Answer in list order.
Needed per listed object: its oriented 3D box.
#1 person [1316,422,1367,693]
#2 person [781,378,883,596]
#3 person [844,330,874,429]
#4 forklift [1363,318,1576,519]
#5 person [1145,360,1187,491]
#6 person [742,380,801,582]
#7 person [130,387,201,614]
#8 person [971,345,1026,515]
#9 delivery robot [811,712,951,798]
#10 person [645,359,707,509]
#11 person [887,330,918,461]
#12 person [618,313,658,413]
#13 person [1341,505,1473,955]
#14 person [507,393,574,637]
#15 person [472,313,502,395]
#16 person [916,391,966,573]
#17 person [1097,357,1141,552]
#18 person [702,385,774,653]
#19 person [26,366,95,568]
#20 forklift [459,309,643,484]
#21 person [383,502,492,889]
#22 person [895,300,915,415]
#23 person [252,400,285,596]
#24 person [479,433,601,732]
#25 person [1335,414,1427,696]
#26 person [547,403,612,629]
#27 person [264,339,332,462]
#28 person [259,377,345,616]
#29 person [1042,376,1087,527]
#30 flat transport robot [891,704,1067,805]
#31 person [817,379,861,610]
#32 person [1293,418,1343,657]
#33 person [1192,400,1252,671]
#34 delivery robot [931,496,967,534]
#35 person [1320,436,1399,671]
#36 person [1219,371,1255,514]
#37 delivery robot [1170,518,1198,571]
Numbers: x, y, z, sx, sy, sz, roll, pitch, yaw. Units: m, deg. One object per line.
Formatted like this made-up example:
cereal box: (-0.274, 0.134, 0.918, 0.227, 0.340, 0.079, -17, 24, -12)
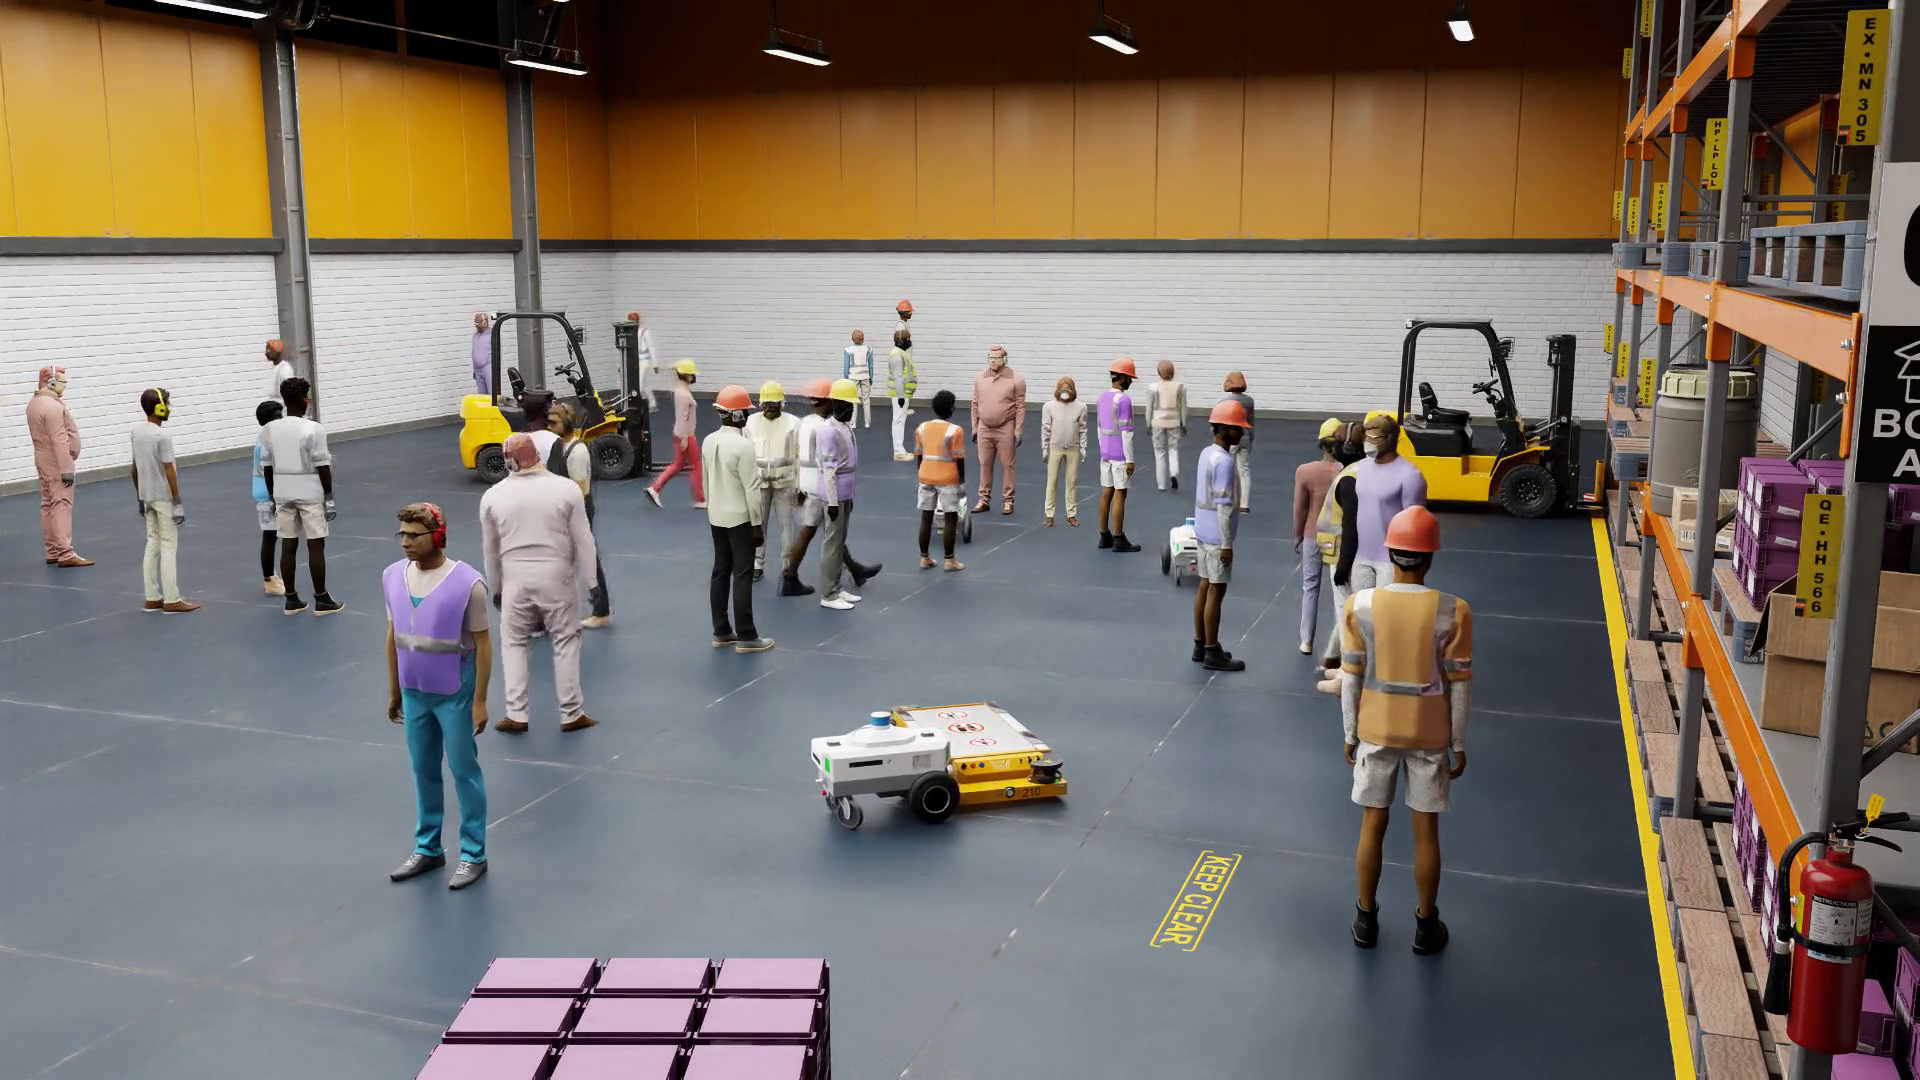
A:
person: (2.640, 0.118, 11.319, 0.429, 1.841, 0.633, 4, 11, 21)
person: (-1.129, -0.462, 14.451, 1.003, 1.880, 0.574, -4, 11, -23)
person: (-1.672, -2.646, 27.453, 0.522, 1.640, 0.306, -4, 11, -21)
forklift: (5.787, -1.437, 19.079, 2.313, 2.155, 1.214, 3, 11, 19)
person: (2.533, -1.406, 20.476, 0.524, 1.624, 0.383, 0, 10, -1)
person: (-1.695, -0.527, 14.991, 0.587, 1.828, 0.404, 0, 10, 1)
person: (-6.597, -0.321, 13.725, 0.533, 1.864, 0.310, 6, 12, 31)
person: (0.412, -1.238, 18.766, 0.639, 1.911, 0.406, 4, 11, 22)
delivery robot: (-0.423, 1.156, 8.829, 0.707, 0.478, 0.477, -3, 11, -17)
person: (-3.198, -1.210, 19.061, 0.782, 1.740, 0.521, -3, 10, -16)
person: (-0.812, -2.045, 23.498, 0.429, 1.845, 0.621, 0, 10, 0)
person: (-5.754, -3.151, 29.799, 0.602, 1.827, 1.003, 8, 13, 37)
person: (1.901, 0.815, 7.121, 0.545, 1.939, 0.354, 4, 11, 20)
person: (-3.295, -0.191, 12.972, 0.615, 1.874, 0.513, 4, 11, 24)
person: (-7.915, -2.825, 27.724, 0.642, 1.903, 0.399, 7, 12, 35)
person: (-0.174, -0.542, 15.478, 0.540, 1.681, 0.350, 7, 12, 35)
person: (1.578, -0.844, 16.492, 0.372, 1.928, 0.543, -5, 11, -25)
person: (-1.679, -0.157, 12.430, 0.612, 1.995, 0.375, 10, 14, 44)
person: (-8.516, -0.693, 15.719, 0.638, 1.902, 0.407, 10, 14, 44)
forklift: (-5.354, -1.902, 21.697, 2.313, 2.155, 1.214, -2, 10, -13)
person: (-2.460, 0.724, 7.888, 0.565, 1.845, 0.384, 4, 11, 22)
person: (-0.987, -3.254, 29.741, 0.370, 2.044, 0.608, 0, 10, -2)
person: (-5.976, -0.368, 14.453, 0.320, 1.698, 0.537, -4, 11, -20)
person: (-2.601, 0.284, 10.327, 0.718, 1.888, 0.429, 0, 10, -1)
person: (2.776, 0.133, 10.957, 0.352, 1.937, 0.635, -6, 12, -29)
person: (-3.136, -0.160, 12.989, 0.863, 1.803, 0.542, -8, 13, -39)
person: (-8.487, -1.633, 21.155, 0.776, 1.859, 0.590, -8, 13, -36)
person: (-5.397, -0.355, 13.626, 0.602, 1.967, 0.366, 2, 10, 12)
person: (1.128, -0.952, 17.930, 0.501, 1.632, 0.292, -1, 10, -5)
flat transport robot: (0.069, 1.202, 9.635, 0.652, 0.197, 1.431, -3, 10, -16)
person: (-0.998, -0.388, 13.934, 0.382, 1.921, 0.591, 2, 10, 9)
person: (2.726, -0.015, 12.280, 0.533, 1.767, 0.315, 3, 11, 19)
person: (1.869, -0.037, 11.927, 0.376, 1.934, 0.547, -1, 10, -6)
delivery robot: (-0.118, -0.323, 17.156, 0.477, 0.478, 0.707, 1, 10, 4)
person: (2.941, 0.030, 11.903, 0.968, 1.807, 0.522, -6, 12, -31)
person: (3.101, -1.088, 18.732, 0.511, 1.622, 0.291, -6, 12, -32)
delivery robot: (2.097, 0.042, 15.100, 0.477, 0.478, 0.707, 1, 10, 3)
